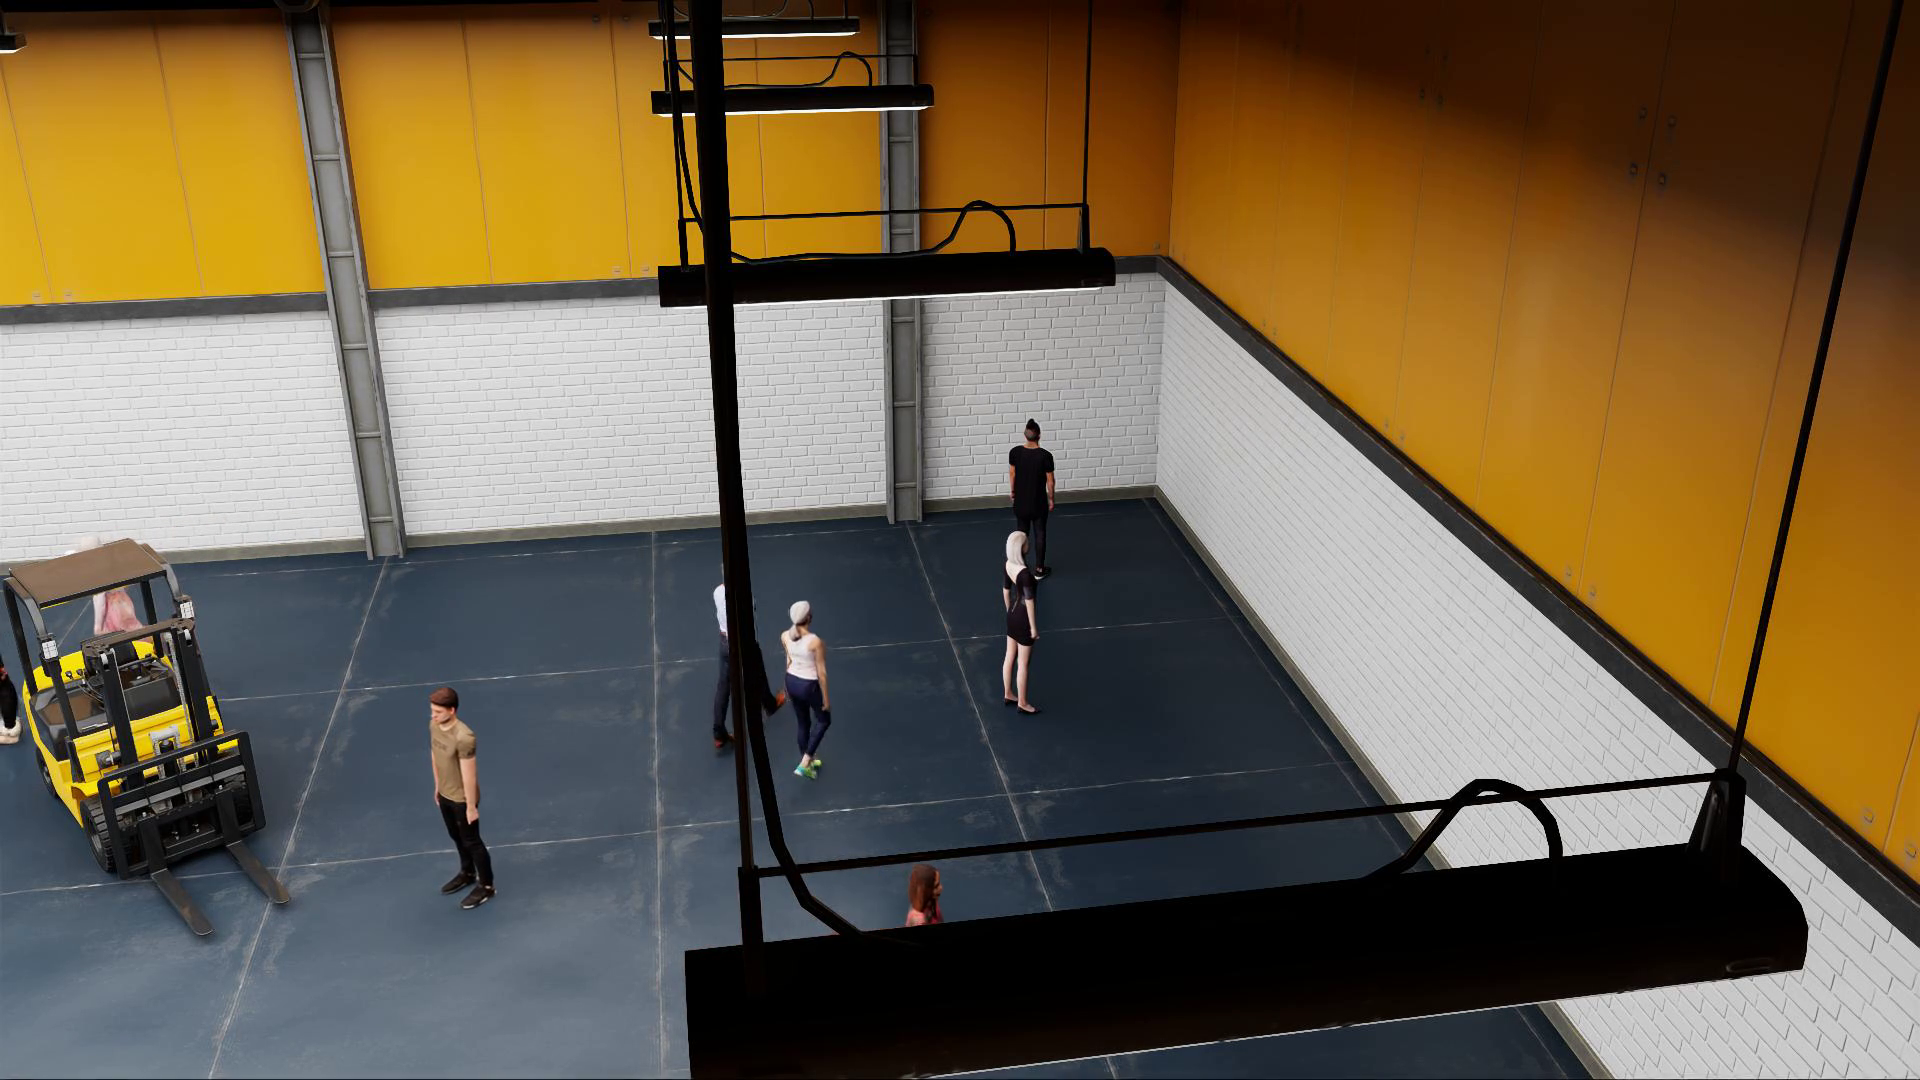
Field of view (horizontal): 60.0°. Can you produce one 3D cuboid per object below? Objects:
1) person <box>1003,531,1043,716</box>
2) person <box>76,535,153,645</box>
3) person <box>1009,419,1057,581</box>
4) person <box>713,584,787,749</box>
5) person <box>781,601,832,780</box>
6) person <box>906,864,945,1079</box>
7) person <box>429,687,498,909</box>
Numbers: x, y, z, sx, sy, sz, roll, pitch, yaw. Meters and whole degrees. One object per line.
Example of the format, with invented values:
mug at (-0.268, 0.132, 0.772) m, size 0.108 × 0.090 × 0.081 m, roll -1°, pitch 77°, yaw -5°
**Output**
person at (0.556, 0.762, 15.437) m, size 0.626 × 1.830 × 0.645 m, roll -14°, pitch 27°, yaw -29°
person at (-7.886, 0.728, 15.755) m, size 1.122 × 1.638 × 0.705 m, roll -7°, pitch 25°, yaw -16°
person at (0.788, -0.475, 18.227) m, size 0.719 × 1.862 × 0.836 m, roll 9°, pitch 25°, yaw 20°
person at (-2.030, 1.041, 14.917) m, size 1.251 × 1.736 × 1.244 m, roll 12°, pitch 27°, yaw 26°
person at (-1.373, 1.341, 14.284) m, size 0.817 × 1.693 × 0.866 m, roll 12°, pitch 26°, yaw 26°
person at (-0.317, 2.836, 10.873) m, size 0.892 × 1.686 × 0.779 m, roll 4°, pitch 24°, yaw 9°
person at (-3.824, 1.936, 12.730) m, size 0.739 × 1.847 × 0.769 m, roll 20°, pitch 31°, yaw 38°
